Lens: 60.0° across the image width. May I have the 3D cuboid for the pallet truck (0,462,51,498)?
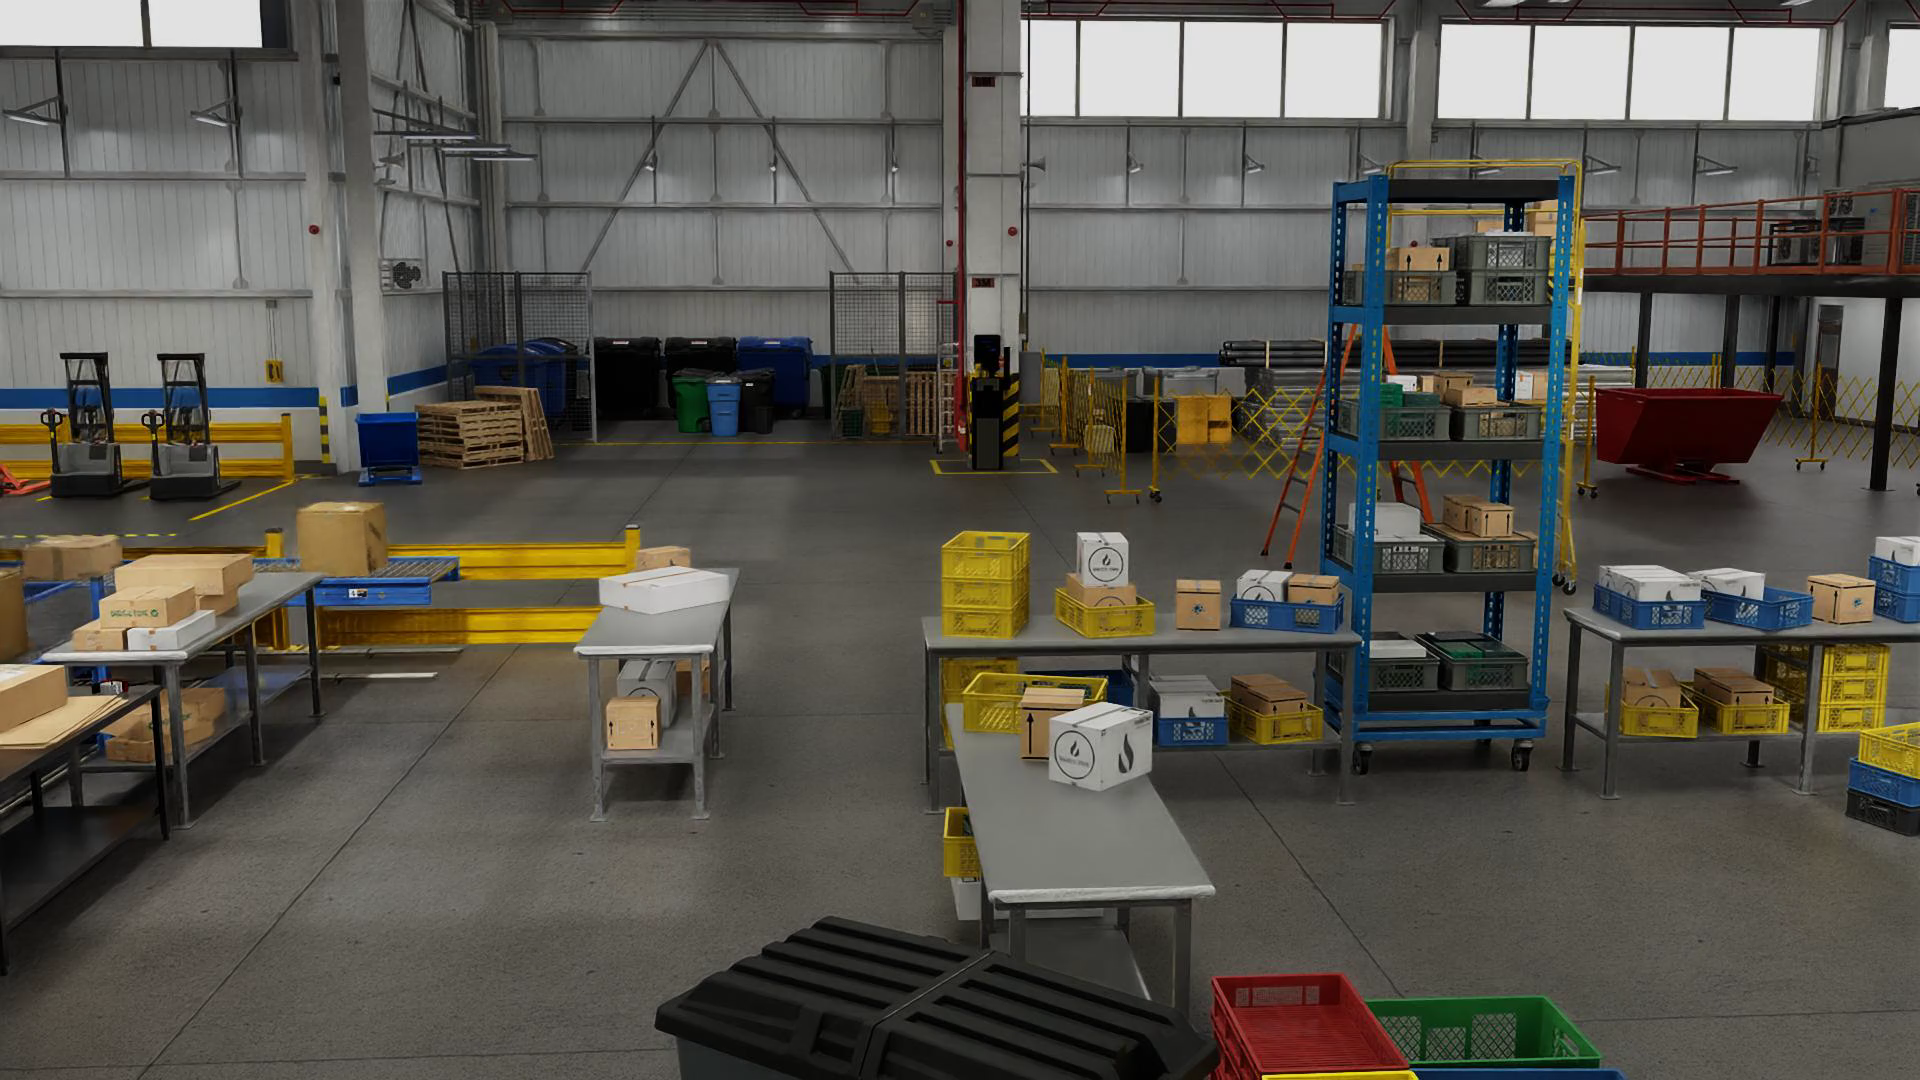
[{"bbox_3d":[-13.193,-1.293,23.148,0.653,1.274,1.630,-1,9,-4],"label":"pallet truck"}]

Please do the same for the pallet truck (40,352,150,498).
[{"bbox_3d":[-11.907,-1.642,23.165,0.823,1.965,1.885,0,9,0],"label":"pallet truck"}]

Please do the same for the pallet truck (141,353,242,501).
[{"bbox_3d":[-10.520,-1.604,22.925,0.823,1.965,1.885,-1,9,-6],"label":"pallet truck"}]
